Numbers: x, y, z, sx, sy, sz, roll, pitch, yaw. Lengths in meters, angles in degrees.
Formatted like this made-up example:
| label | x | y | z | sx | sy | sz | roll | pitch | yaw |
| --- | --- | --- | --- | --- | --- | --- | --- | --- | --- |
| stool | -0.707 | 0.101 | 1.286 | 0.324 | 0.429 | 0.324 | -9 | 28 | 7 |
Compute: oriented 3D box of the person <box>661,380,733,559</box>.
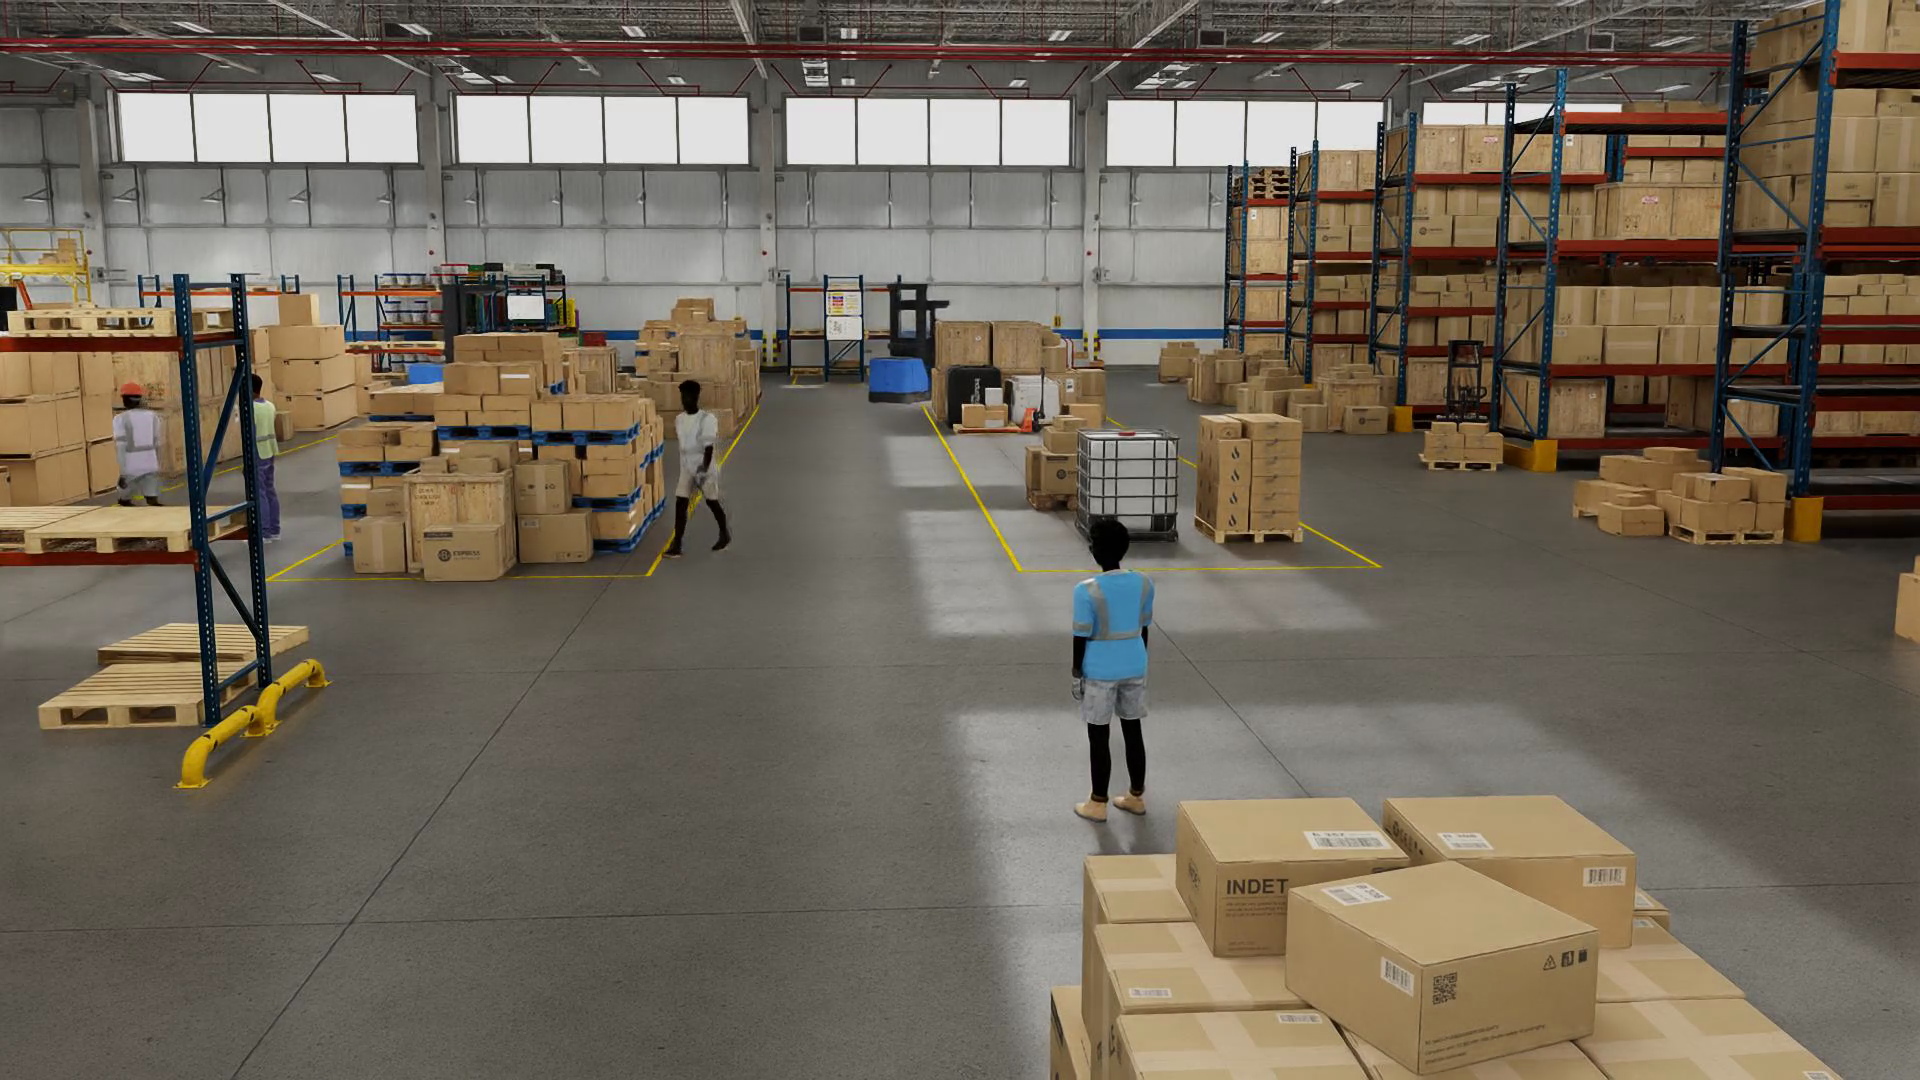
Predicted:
| label | x | y | z | sx | sy | sz | roll | pitch | yaw |
| --- | --- | --- | --- | --- | --- | --- | --- | --- | --- |
| person | -2.831 | -0.774 | 17.946 | 0.601 | 1.920 | 1.026 | 5 | 10 | 29 |

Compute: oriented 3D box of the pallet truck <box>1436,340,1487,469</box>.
| label | x | y | z | sx | sy | sz | roll | pitch | yaw |
| --- | --- | --- | --- | --- | --- | --- | --- | --- | --- |
| pallet truck | 8.004 | -2.170 | 26.422 | 0.823 | 1.965 | 1.885 | 2 | 9 | 14 |

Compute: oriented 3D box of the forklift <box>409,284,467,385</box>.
| label | x | y | z | sx | sy | sz | roll | pitch | yaw |
| --- | --- | --- | --- | --- | --- | --- | --- | --- | --- |
| forklift | -11.056 | -4.207 | 36.443 | 1.873 | 2.768 | 1.129 | -1 | 9 | -4 |

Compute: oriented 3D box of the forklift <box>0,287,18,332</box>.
| label | x | y | z | sx | sy | sz | roll | pitch | yaw |
| --- | --- | --- | --- | --- | --- | --- | --- | --- | --- |
| forklift | -16.254 | -2.887 | 28.159 | 1.873 | 2.768 | 1.129 | -1 | 9 | -4 |

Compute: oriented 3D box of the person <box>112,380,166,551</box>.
| label | x | y | z | sx | sy | sz | roll | pitch | yaw |
| --- | --- | --- | --- | --- | --- | --- | --- | --- | --- |
| person | -8.945 | -0.776 | 18.025 | 0.988 | 1.880 | 0.578 | 5 | 11 | 31 |

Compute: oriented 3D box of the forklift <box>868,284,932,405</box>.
| label | x | y | z | sx | sy | sz | roll | pitch | yaw |
| --- | --- | --- | --- | --- | --- | --- | --- | --- | --- |
| forklift | -1.244 | -4.627 | 39.081 | 1.129 | 2.768 | 1.873 | 5 | 11 | 31 |

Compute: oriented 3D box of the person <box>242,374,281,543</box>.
| label | x | y | z | sx | sy | sz | roll | pitch | yaw |
| --- | --- | --- | --- | --- | --- | --- | --- | --- | --- |
| person | -7.919 | -0.919 | 18.812 | 0.379 | 1.917 | 0.597 | 1 | 9 | 4 |

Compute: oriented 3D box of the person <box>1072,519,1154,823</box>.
| label | x | y | z | sx | sy | sz | roll | pitch | yaw |
| --- | --- | --- | --- | --- | --- | --- | --- | --- | --- |
| person | 0.837 | 0.726 | 9.201 | 0.535 | 1.695 | 0.319 | -5 | 11 | -31 |
